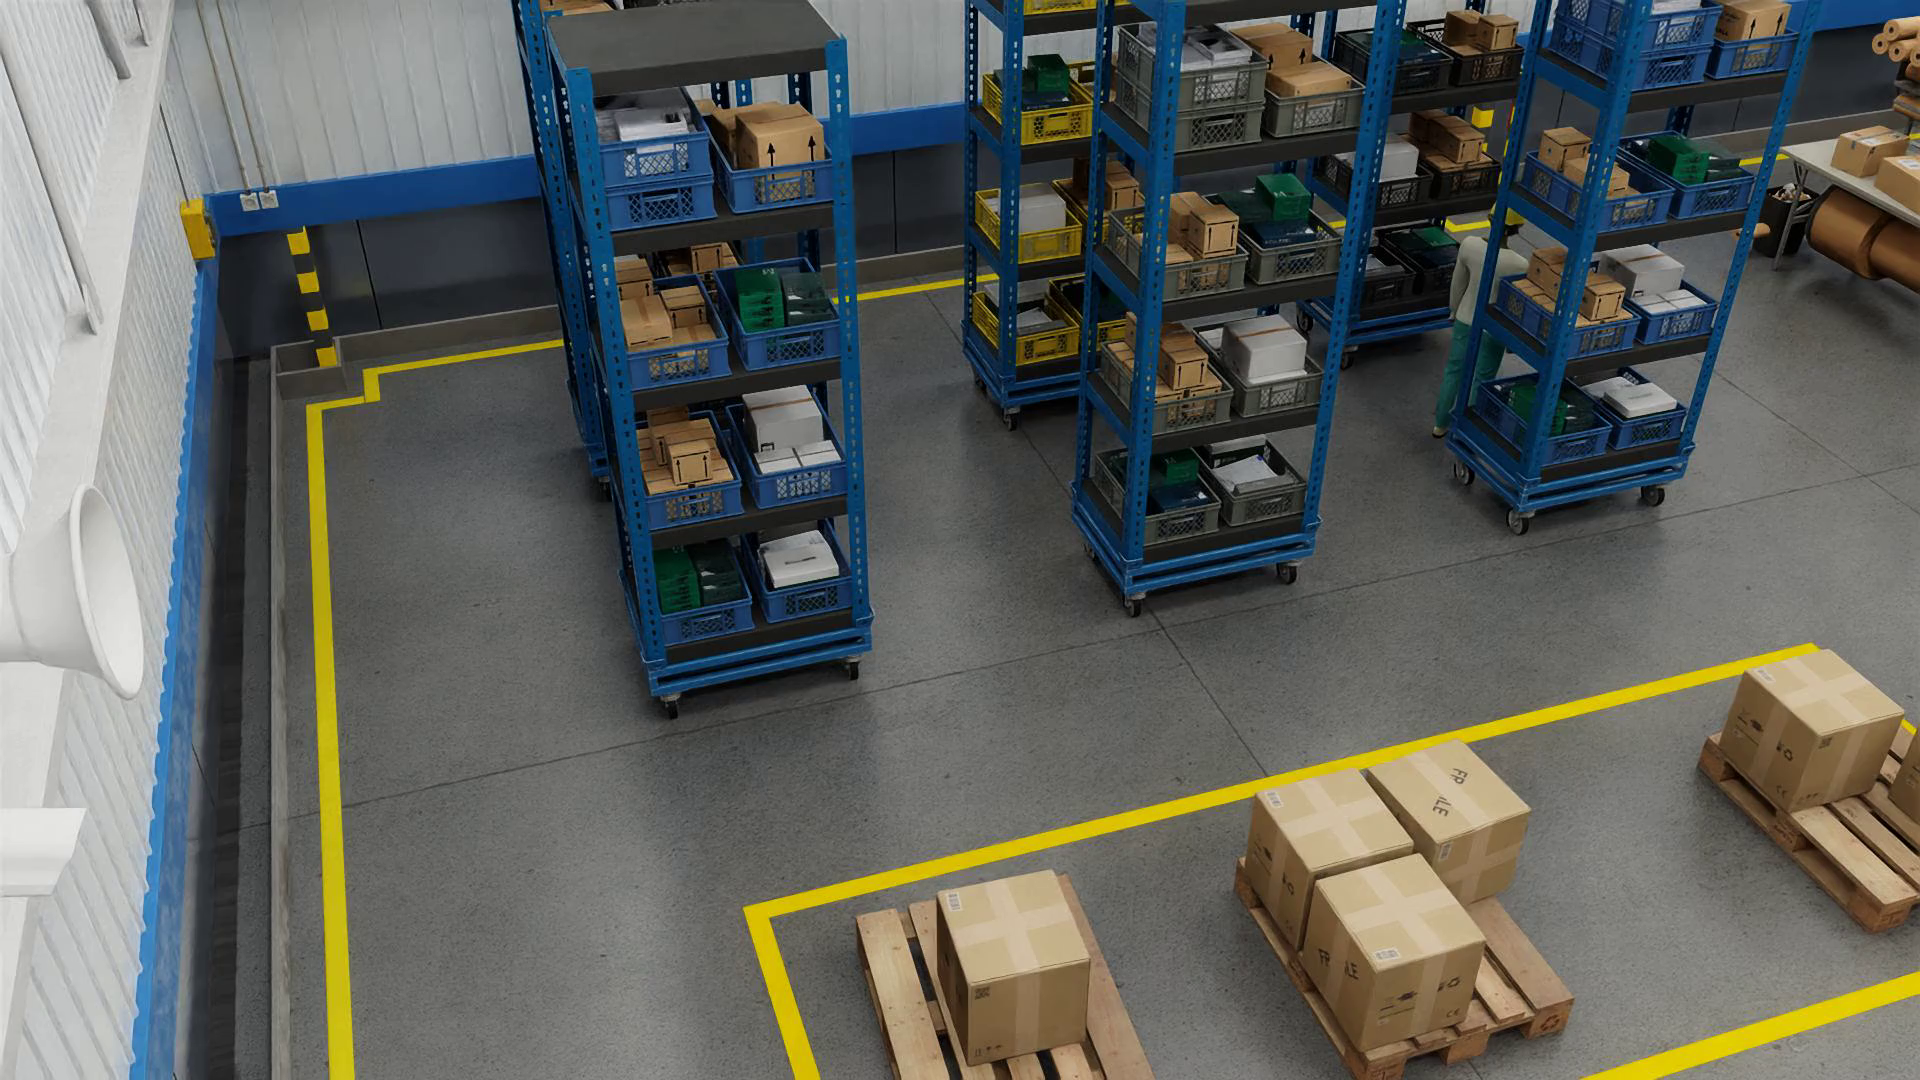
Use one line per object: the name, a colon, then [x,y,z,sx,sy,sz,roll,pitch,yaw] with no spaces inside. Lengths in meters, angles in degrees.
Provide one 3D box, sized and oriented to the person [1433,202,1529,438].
person: [3.390,-1.401,10.742,0.313,1.767,0.533,-25,42,-31]
